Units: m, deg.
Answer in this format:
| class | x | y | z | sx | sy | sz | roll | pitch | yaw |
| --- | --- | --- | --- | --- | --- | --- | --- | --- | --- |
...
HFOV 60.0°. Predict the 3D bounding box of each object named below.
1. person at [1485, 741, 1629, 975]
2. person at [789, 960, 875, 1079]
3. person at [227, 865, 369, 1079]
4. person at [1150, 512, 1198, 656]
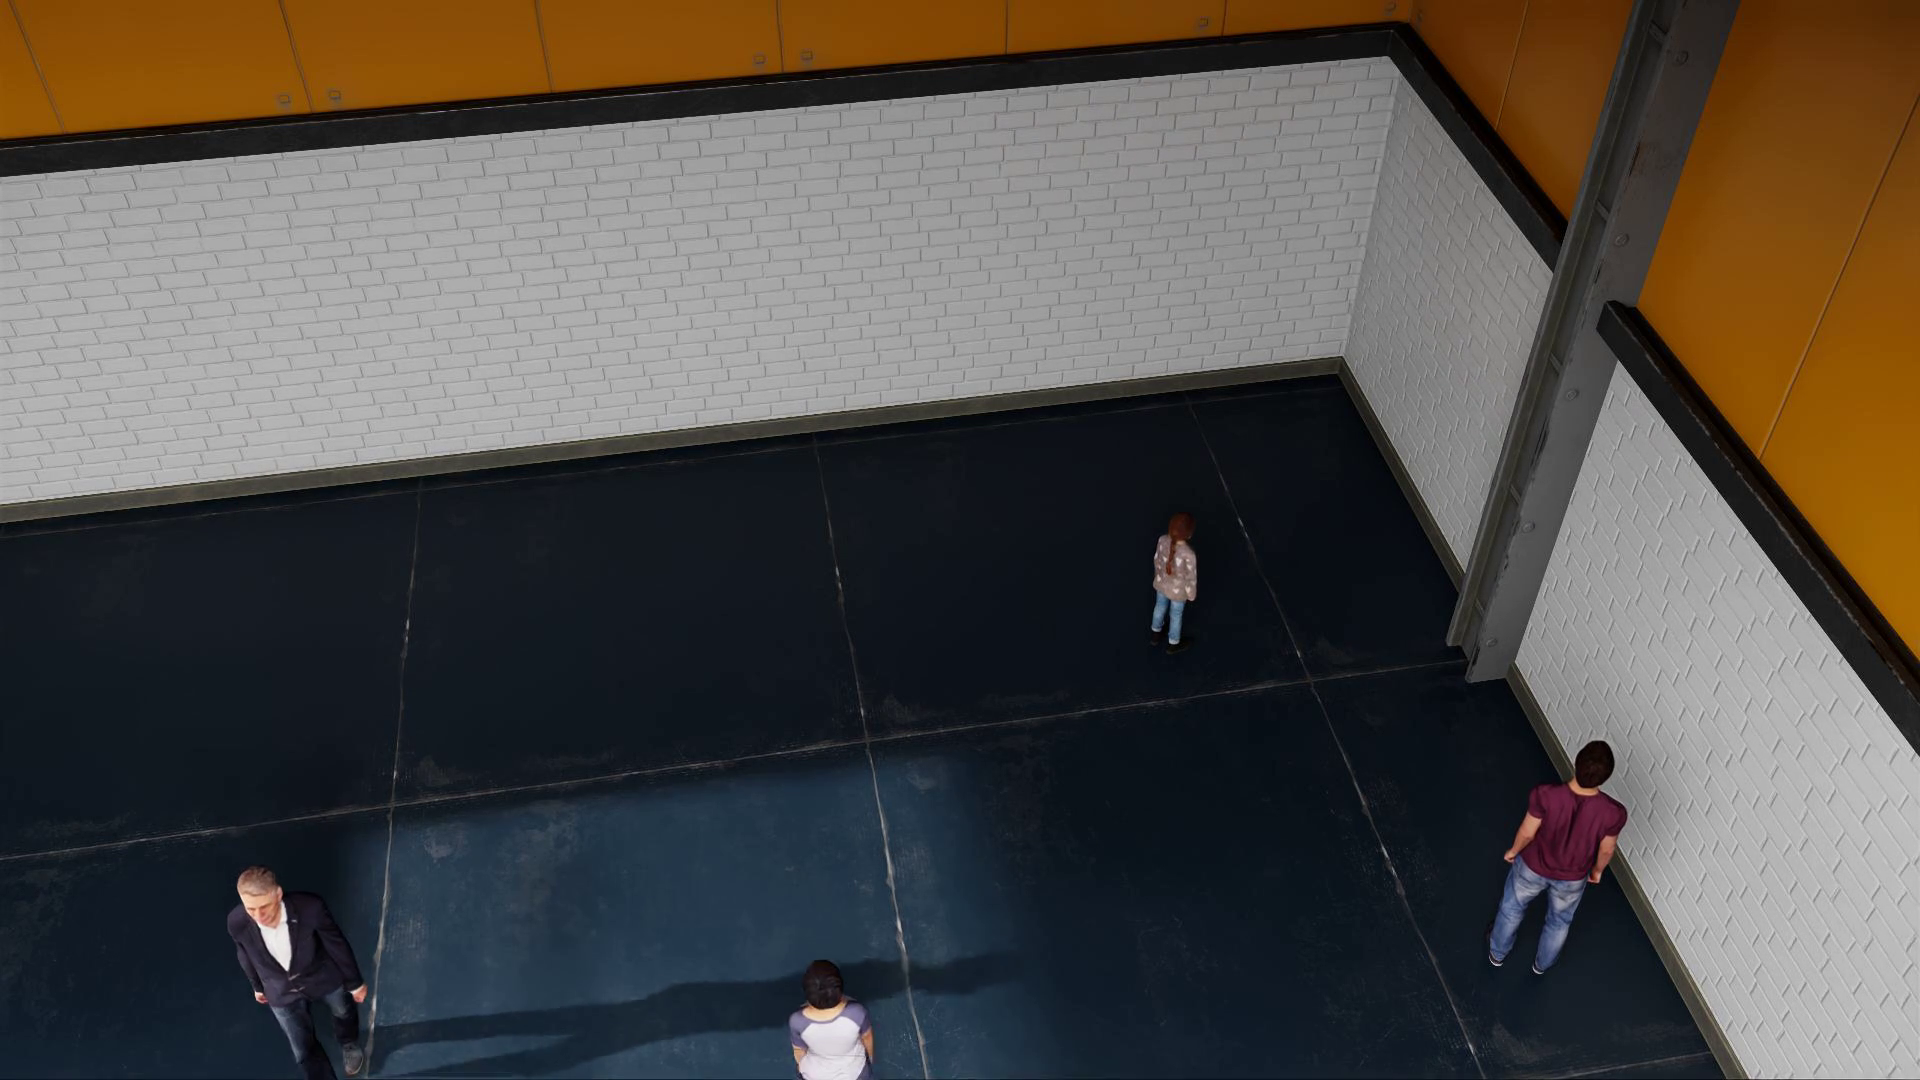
| class | x | y | z | sx | sy | sz | roll | pitch | yaw |
| --- | --- | --- | --- | --- | --- | --- | --- | --- | --- |
| person | 3.223 | 1.730 | 8.989 | 0.737 | 1.855 | 0.725 | 13 | 45 | 13 |
| person | -0.615 | 2.640 | 8.258 | 0.603 | 1.546 | 0.886 | -3 | 44 | -3 |
| person | -3.374 | 2.172 | 8.564 | 0.766 | 1.801 | 0.887 | -12 | 45 | -12 |
| person | 1.410 | 0.278 | 10.992 | 0.537 | 1.194 | 0.621 | 35 | 53 | 31 |
